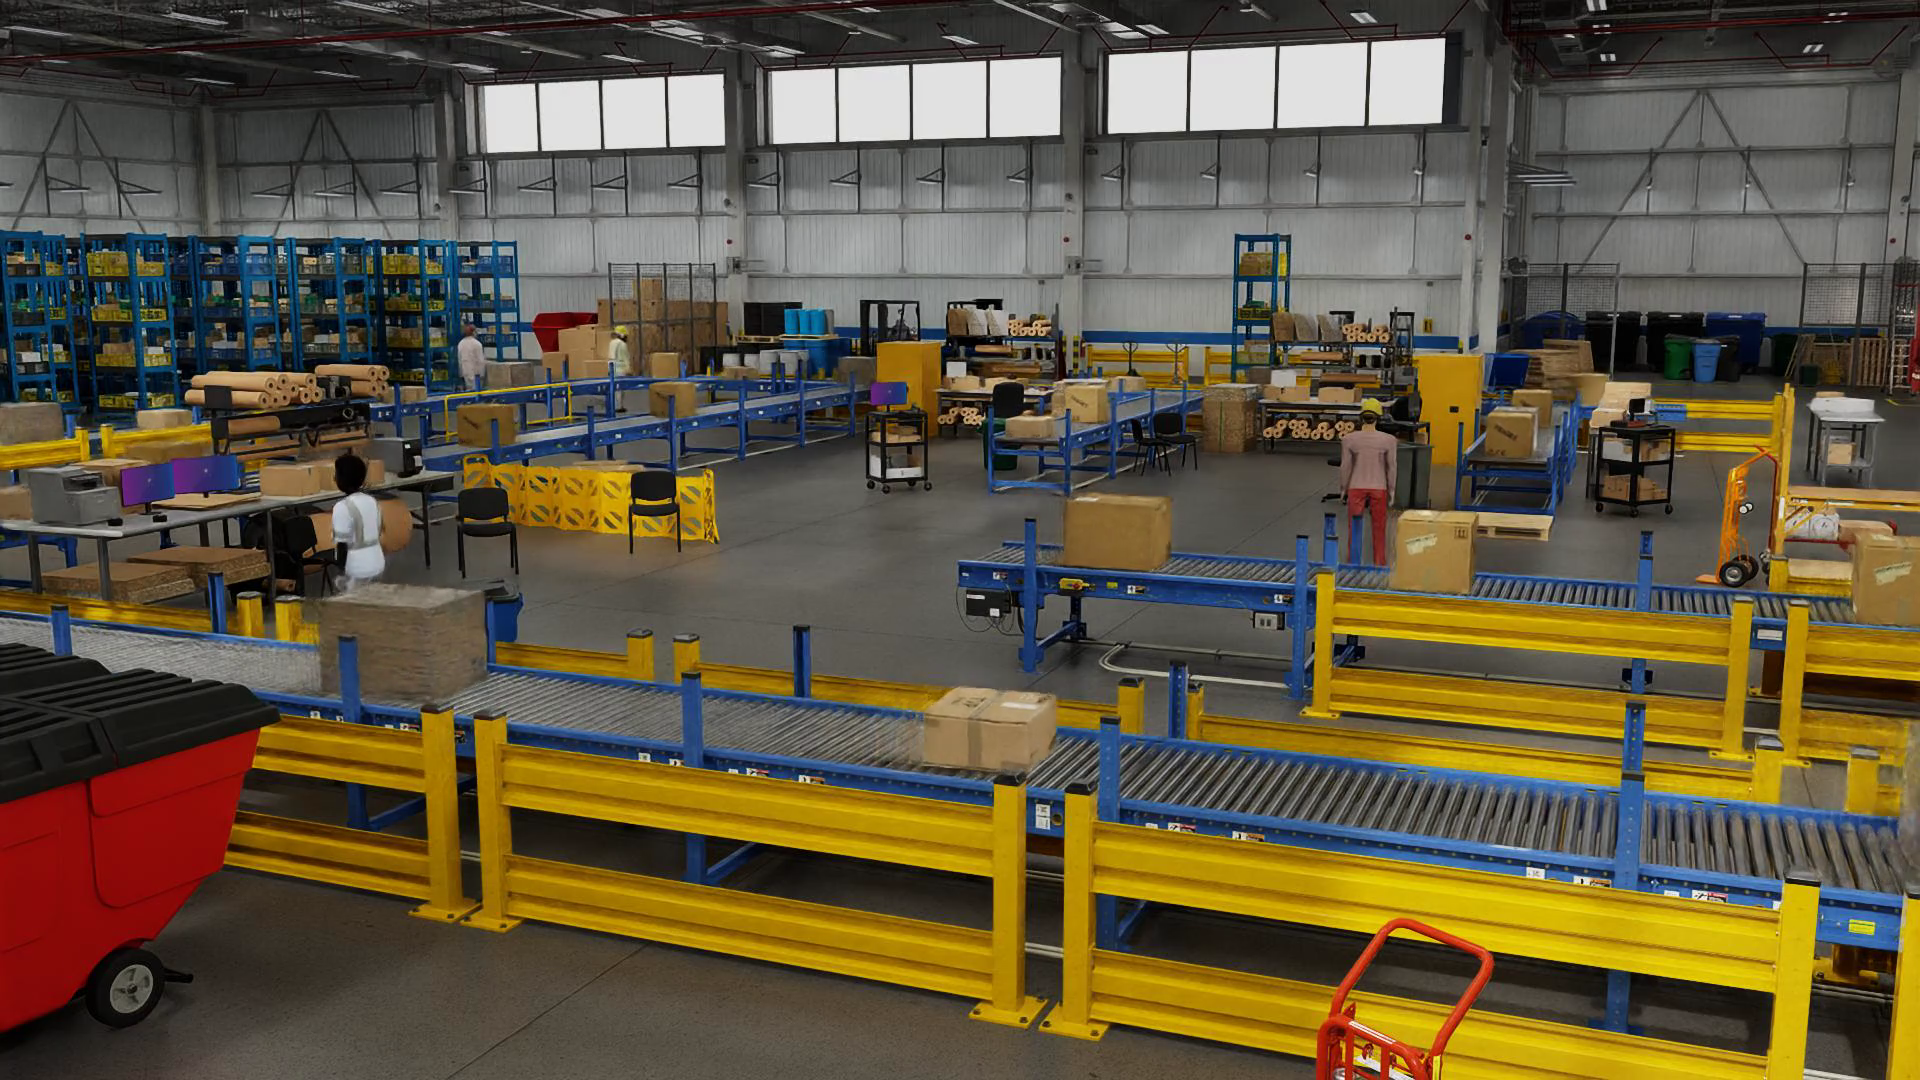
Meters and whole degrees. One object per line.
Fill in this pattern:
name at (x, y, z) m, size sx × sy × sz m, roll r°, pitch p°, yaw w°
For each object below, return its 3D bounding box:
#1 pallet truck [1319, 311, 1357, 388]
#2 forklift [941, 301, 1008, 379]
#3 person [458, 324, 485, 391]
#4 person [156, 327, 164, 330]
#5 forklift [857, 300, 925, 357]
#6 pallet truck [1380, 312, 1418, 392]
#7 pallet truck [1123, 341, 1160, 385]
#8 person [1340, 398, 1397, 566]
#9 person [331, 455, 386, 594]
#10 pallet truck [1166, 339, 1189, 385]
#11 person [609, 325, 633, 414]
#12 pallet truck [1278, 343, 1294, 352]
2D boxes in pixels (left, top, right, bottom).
pallet truck at (9.071, -4.419, 39.190) m, size 0.823 × 1.965 × 1.885 m, roll 5°, pitch 10°, yaw 26°
forklift at (0.365, -4.966, 41.571) m, size 1.157 × 1.987 × 2.680 m, roll 3°, pitch 10°, yaw 20°
person at (-9.508, -3.273, 32.543) m, size 0.647 × 1.907 × 0.402 m, roll 7°, pitch 12°, yaw 37°
person at (-17.959, -4.043, 37.433) m, size 0.570 × 1.831 × 0.412 m, roll -7°, pitch 11°, yaw -35°
forklift at (-1.732, -5.109, 42.468) m, size 1.157 × 1.987 × 2.680 m, roll 4°, pitch 10°, yaw 22°
pallet truck at (10.207, -4.283, 38.369) m, size 0.823 × 1.965 × 1.885 m, roll 3°, pitch 10°, yaw 20°
pallet truck at (4.445, -4.380, 41.279) m, size 0.680 × 1.201 × 1.601 m, roll 4°, pitch 10°, yaw 22°
person at (3.934, -0.483, 16.044) m, size 0.531 × 1.767 × 0.328 m, roll 3°, pitch 10°, yaw 15°
person at (-4.270, 0.221, 12.029) m, size 0.554 × 1.683 × 0.539 m, roll 1°, pitch 9°, yaw 7°
pallet truck at (5.418, -4.269, 40.420) m, size 0.704 × 1.261 × 1.522 m, roll 3°, pitch 10°, yaw 20°
person at (-6.937, -3.502, 34.176) m, size 0.502 × 1.814 × 0.625 m, roll -7°, pitch 12°, yaw -36°
pallet truck at (7.886, -4.163, 39.743) m, size 0.653 × 1.274 × 1.630 m, roll 4°, pitch 10°, yaw 22°
